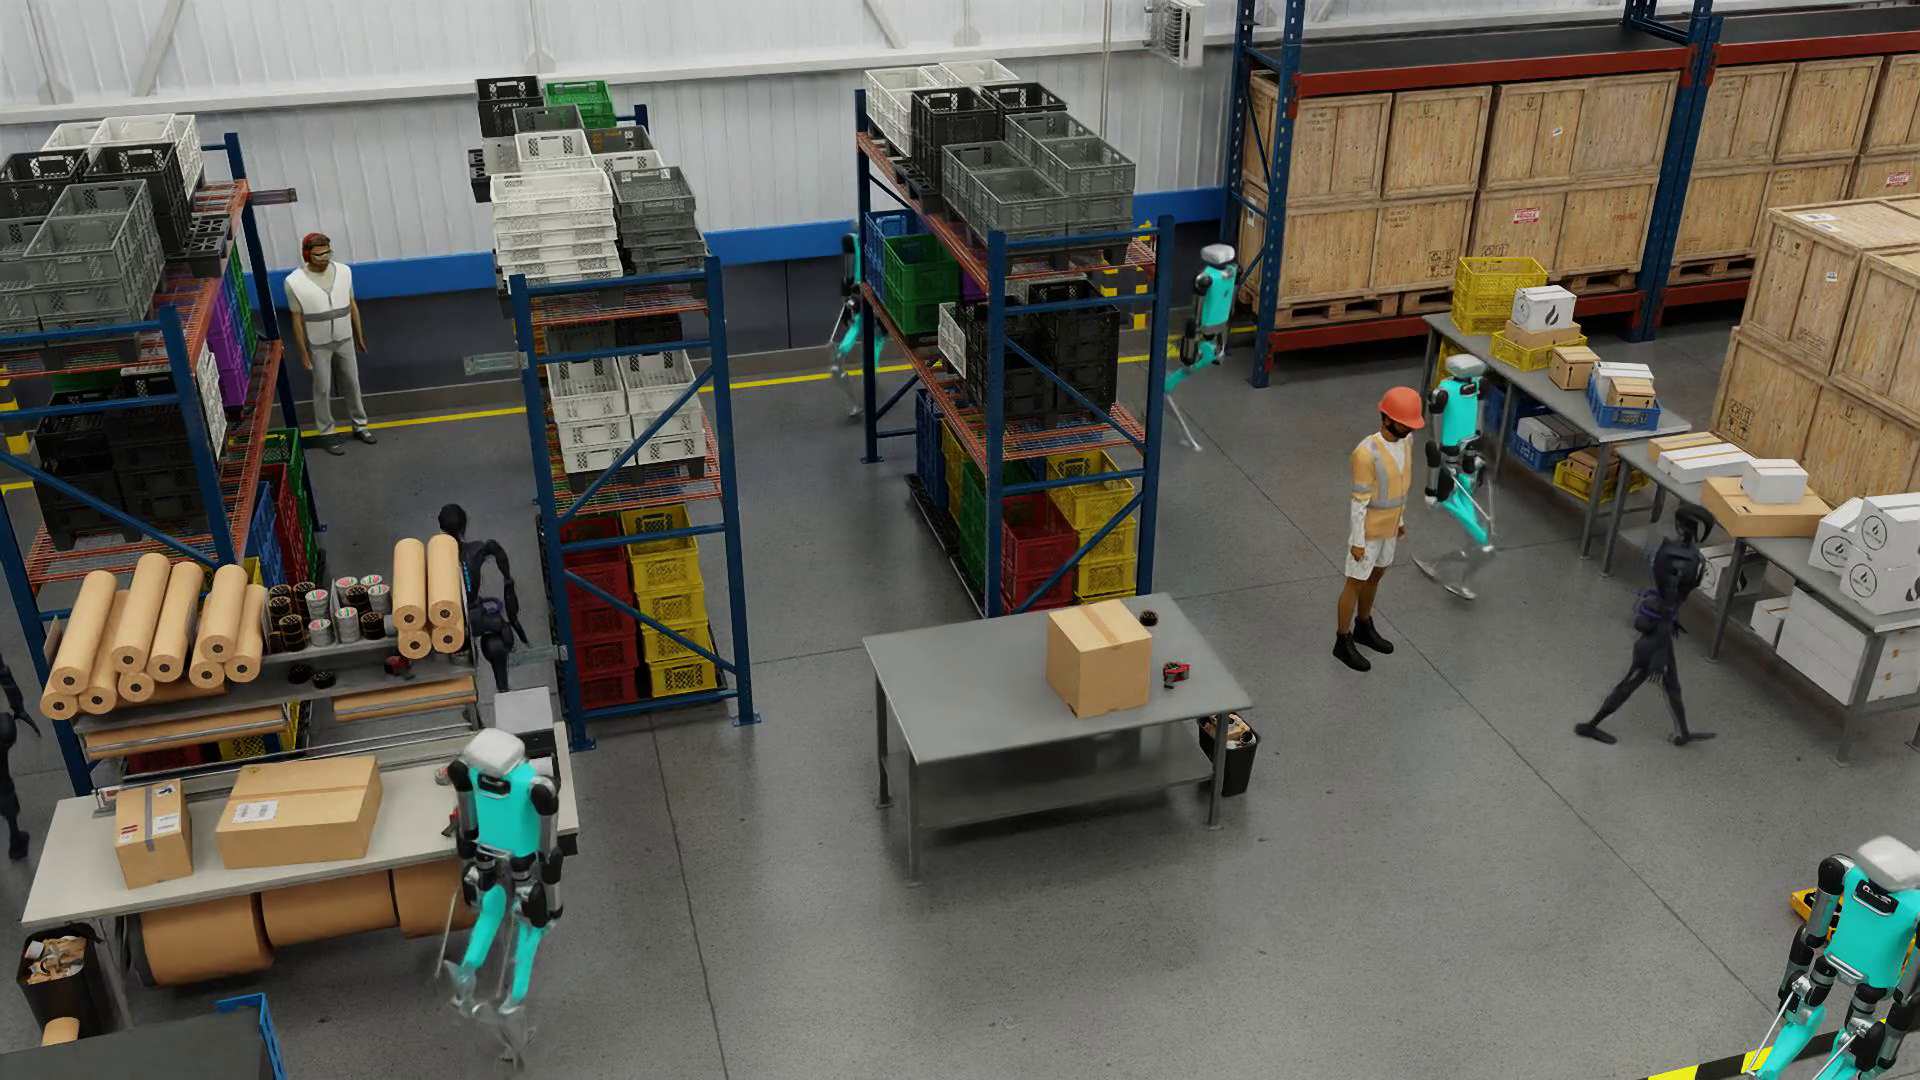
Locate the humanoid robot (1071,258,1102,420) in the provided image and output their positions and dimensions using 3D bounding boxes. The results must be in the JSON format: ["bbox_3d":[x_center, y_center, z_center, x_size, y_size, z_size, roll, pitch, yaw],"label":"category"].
[{"bbox_3d":[0.936,-1.491,13.405,0.333,1.646,0.602,24,37,37],"label":"humanoid robot"}]

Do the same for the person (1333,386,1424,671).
[{"bbox_3d":[2.678,-0.088,10.596,0.542,1.931,0.368,-25,38,-38],"label":"person"}]

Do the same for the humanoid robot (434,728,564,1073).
[{"bbox_3d":[-2.100,1.768,7.551,0.561,1.918,0.686,10,30,17],"label":"humanoid robot"}]

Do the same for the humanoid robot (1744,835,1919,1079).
[{"bbox_3d":[3.498,2.016,6.829,0.735,1.677,0.533,-16,33,-27],"label":"humanoid robot"}]

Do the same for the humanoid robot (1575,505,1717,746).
[{"bbox_3d":[4.165,0.536,9.765,0.783,1.619,0.608,14,32,23],"label":"humanoid robot"}]

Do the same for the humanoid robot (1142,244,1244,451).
[{"bbox_3d":[1.805,-1.602,13.610,0.547,1.824,0.882,-25,37,-37],"label":"humanoid robot"}]

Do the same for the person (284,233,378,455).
[{"bbox_3d":[-5.100,-1.605,13.456,0.386,1.836,0.564,25,37,38],"label":"person"}]

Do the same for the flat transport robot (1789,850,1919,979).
[{"bbox_3d":[5.163,1.916,8.676,1.431,0.231,0.659,-8,30,-14],"label":"flat transport robot"}]

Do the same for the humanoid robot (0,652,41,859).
[{"bbox_3d":[-5.335,0.957,8.961,0.609,1.639,0.529,-14,32,-24],"label":"humanoid robot"}]

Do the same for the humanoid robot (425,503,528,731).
[{"bbox_3d":[-2.844,0.535,9.776,0.583,1.635,0.772,-15,32,-25],"label":"humanoid robot"}]

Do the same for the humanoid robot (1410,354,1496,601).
[{"bbox_3d":[3.456,-0.348,11.266,0.539,1.762,0.910,-19,34,-30],"label":"humanoid robot"}]

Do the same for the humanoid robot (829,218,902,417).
[{"bbox_3d":[-0.812,-1.806,13.924,0.545,1.764,0.927,12,31,21],"label":"humanoid robot"}]
